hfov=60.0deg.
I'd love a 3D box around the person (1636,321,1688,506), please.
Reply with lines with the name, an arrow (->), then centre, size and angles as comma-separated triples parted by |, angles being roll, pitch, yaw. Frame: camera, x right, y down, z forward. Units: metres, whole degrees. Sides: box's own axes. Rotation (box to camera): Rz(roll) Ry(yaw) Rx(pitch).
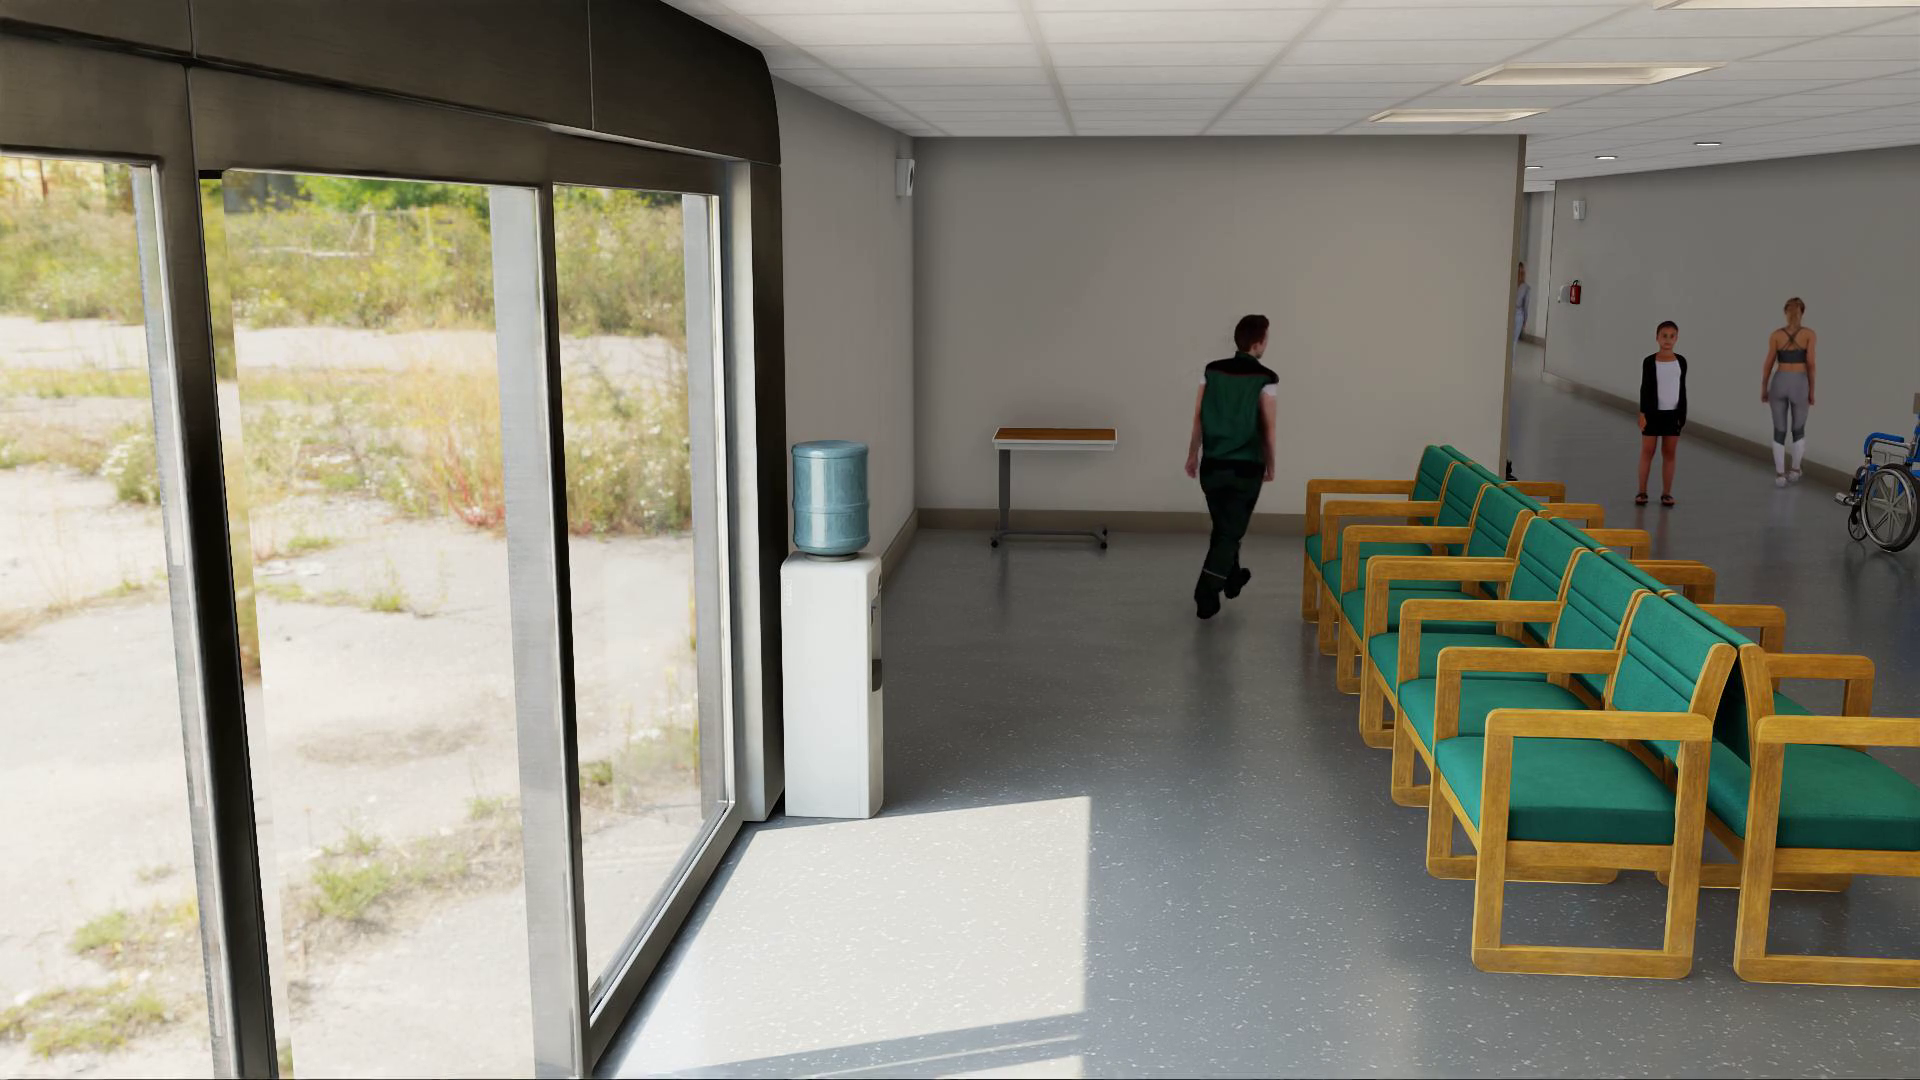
person -> 5.950, -1.081, 14.087 | 0.499, 1.554, 0.610 | 2, 11, 11

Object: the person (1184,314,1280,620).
person -> 1.583, -0.408, 9.894 | 1.083, 1.796, 1.036 | 6, 12, 30

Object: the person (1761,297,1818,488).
person -> 7.460, -1.320, 14.976 | 0.860, 1.692, 0.851 | 6, 12, 30
